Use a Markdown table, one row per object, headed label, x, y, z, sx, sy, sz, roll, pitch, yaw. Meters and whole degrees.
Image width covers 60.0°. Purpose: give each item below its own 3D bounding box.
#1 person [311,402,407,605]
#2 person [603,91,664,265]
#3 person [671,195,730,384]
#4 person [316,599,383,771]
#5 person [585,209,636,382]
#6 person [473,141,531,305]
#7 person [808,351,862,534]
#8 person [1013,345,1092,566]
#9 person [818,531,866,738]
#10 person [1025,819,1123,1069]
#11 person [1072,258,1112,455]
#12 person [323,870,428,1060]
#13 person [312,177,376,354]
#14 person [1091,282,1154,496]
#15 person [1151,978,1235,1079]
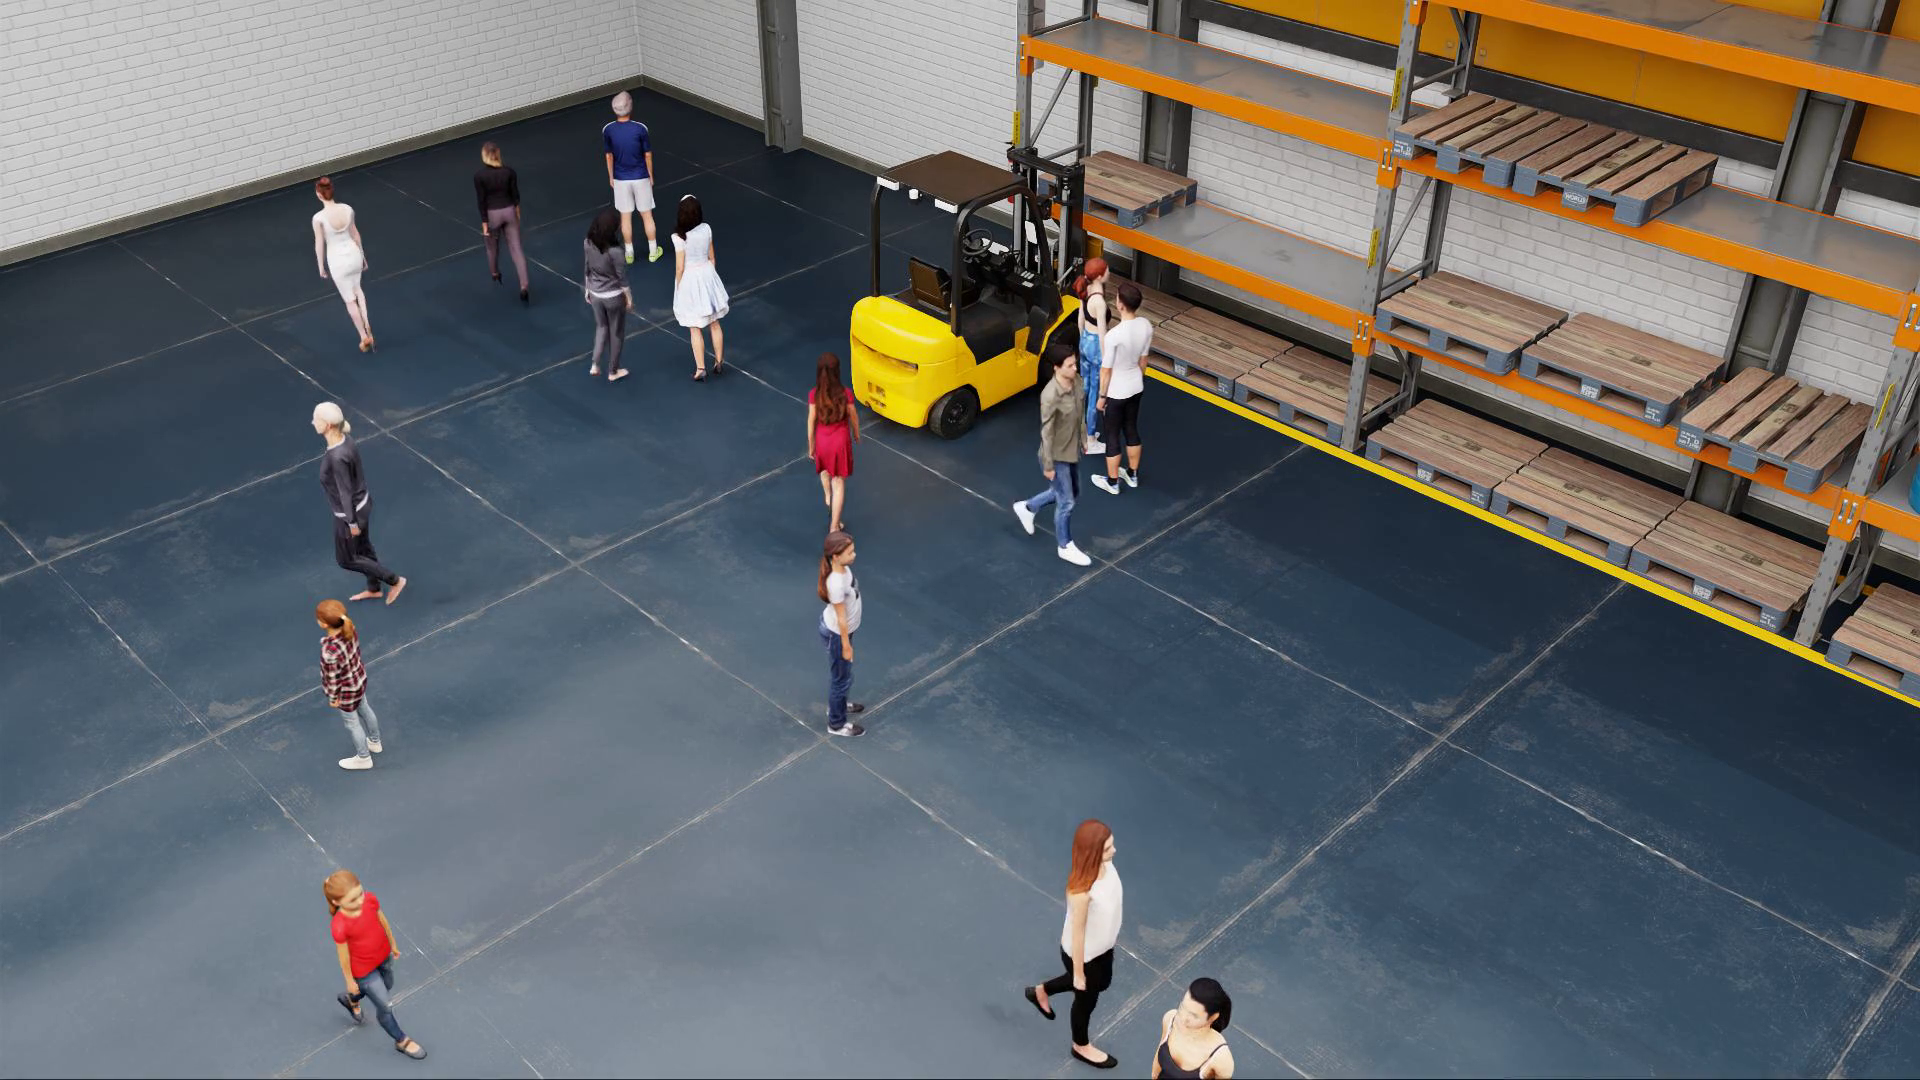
| label | x | y | z | sx | sy | sz | roll | pitch | yaw |
| --- | --- | --- | --- | --- | --- | --- | --- | --- | --- |
| person | -4.427 | -0.257 | 12.312 | 0.850 | 1.719 | 0.795 | -5 | 34 | -7 |
| person | -3.472 | -3.824 | 17.571 | 0.716 | 1.838 | 0.762 | -2 | 34 | -3 |
| person | -2.402 | -2.302 | 15.299 | 0.734 | 1.819 | 0.757 | -22 | 40 | -30 |
| person | -4.009 | 0.932 | 10.896 | 0.670 | 1.306 | 0.625 | 5 | 34 | 8 |
| person | -3.208 | -2.179 | 15.197 | 0.746 | 1.726 | 0.813 | 7 | 34 | 10 |
| person | -4.575 | -3.149 | 16.751 | 0.787 | 1.622 | 1.105 | -18 | 38 | -25 |
| person | -1.020 | -0.723 | 13.190 | 0.949 | 1.522 | 0.960 | 4 | 34 | 6 |
| person | 0.719 | -0.694 | 12.854 | 1.063 | 1.846 | 0.847 | 19 | 38 | 26 |
| person | -0.804 | 0.603 | 11.159 | 0.684 | 1.562 | 0.617 | -2 | 34 | -2 |
| person | 0.596 | 2.107 | 8.761 | 0.895 | 1.712 | 0.725 | 16 | 37 | 22 |
| person | 1.145 | -1.583 | 14.247 | 0.720 | 1.784 | 0.628 | -14 | 36 | -19 |
| person | -3.217 | 2.244 | 8.937 | 0.891 | 1.289 | 0.672 | 14 | 36 | 20 |
| person | -5.766 | -2.559 | 15.721 | 0.583 | 1.779 | 0.599 | -28 | 43 | -36 |
| person | 1.347 | -1.238 | 13.671 | 0.657 | 1.848 | 0.574 | -26 | 41 | -33 |
| person | 1.081 | 2.694 | 7.862 | 0.634 | 1.730 | 0.482 | -26 | 42 | -34 |
